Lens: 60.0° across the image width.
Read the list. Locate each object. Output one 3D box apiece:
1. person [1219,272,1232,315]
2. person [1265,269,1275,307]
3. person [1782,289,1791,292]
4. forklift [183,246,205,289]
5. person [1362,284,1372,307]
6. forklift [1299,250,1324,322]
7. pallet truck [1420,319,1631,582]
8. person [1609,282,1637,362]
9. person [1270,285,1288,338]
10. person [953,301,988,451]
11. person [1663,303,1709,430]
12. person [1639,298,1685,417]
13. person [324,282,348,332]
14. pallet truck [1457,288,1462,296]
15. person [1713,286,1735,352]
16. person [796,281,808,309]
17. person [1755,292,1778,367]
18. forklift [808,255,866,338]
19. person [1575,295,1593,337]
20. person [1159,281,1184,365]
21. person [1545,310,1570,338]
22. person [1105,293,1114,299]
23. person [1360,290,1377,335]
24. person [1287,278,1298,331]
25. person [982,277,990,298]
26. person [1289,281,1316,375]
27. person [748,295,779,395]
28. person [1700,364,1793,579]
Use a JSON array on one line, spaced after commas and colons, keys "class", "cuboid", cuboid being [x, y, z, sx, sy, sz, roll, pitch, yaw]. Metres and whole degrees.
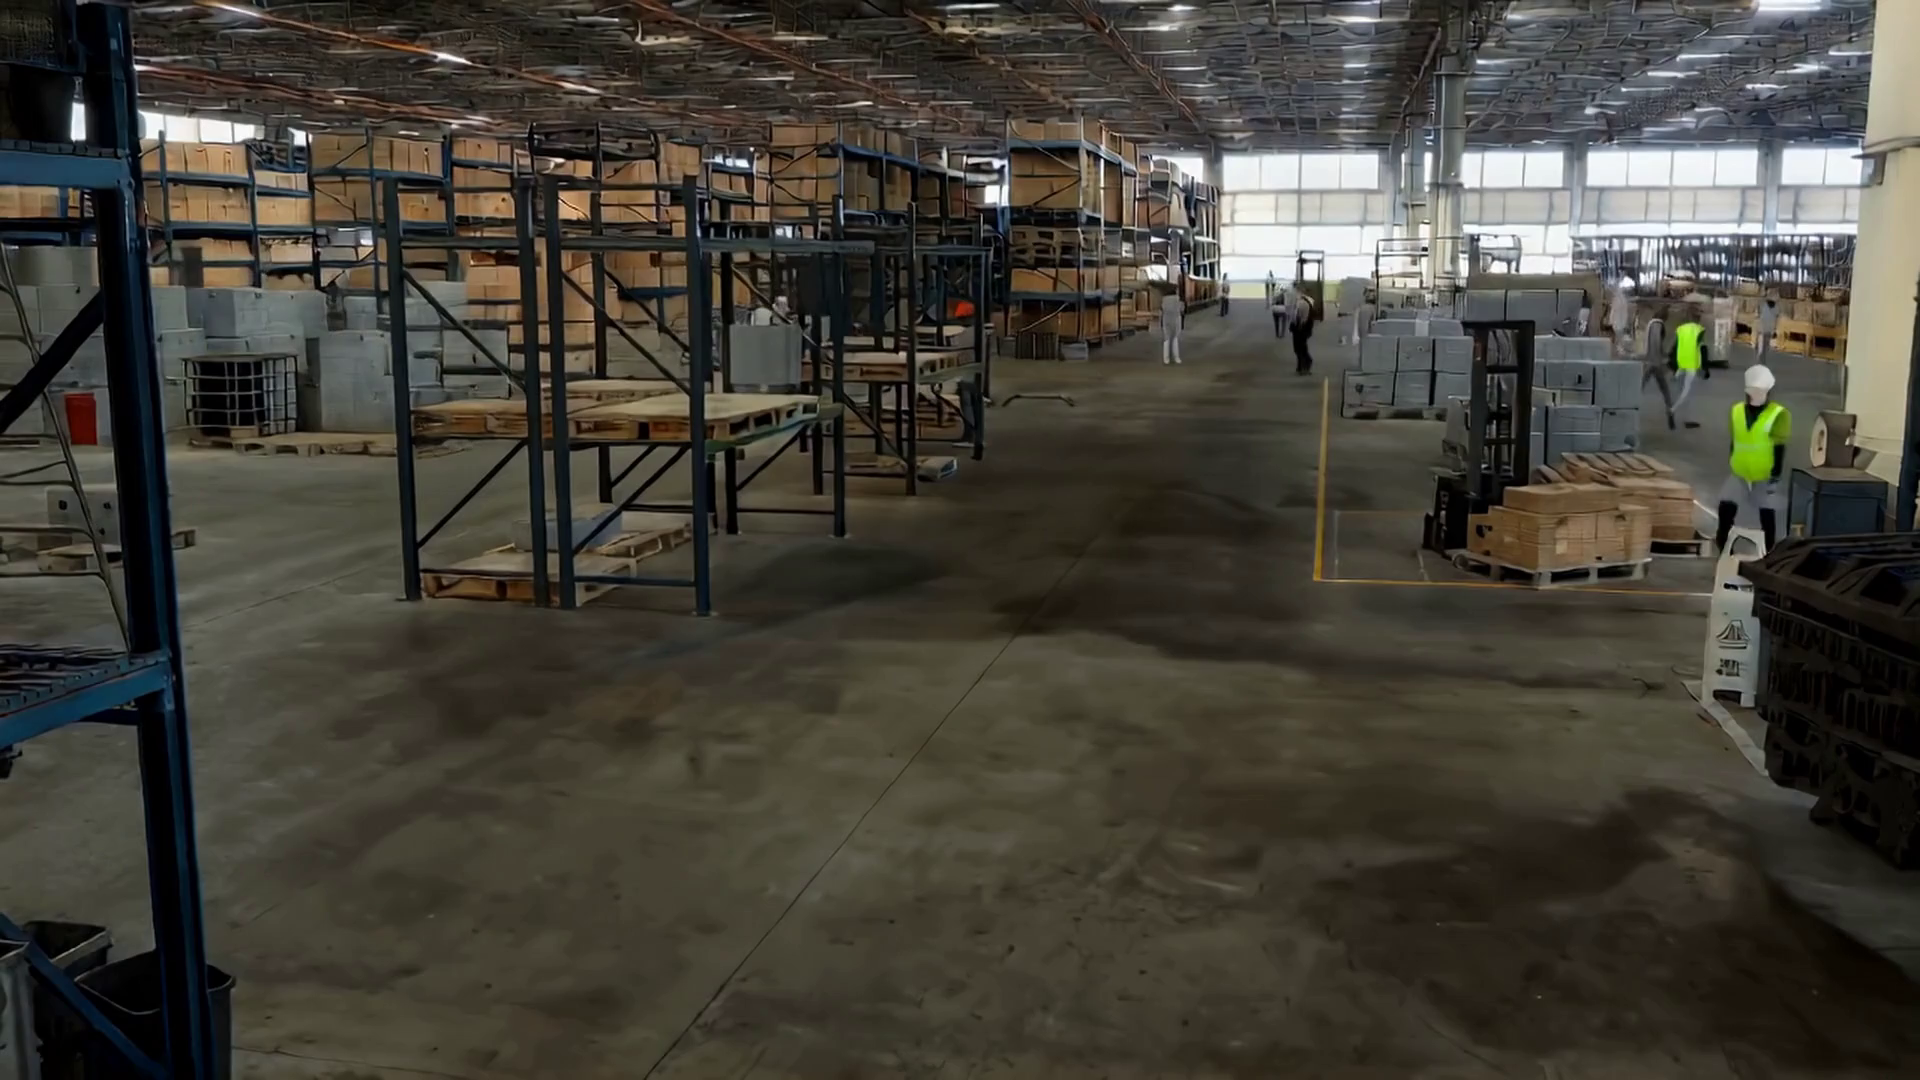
[{"class": "person", "cuboid": [11.811, -10.955, 74.013, 0.556, 1.896, 0.970, 2, 10, 12]}, {"class": "person", "cuboid": [16.247, -13.190, 87.066, 0.602, 1.950, 0.380, -5, 11, -26]}, {"class": "person", "cuboid": [44.008, -13.361, 88.421, 0.381, 1.836, 0.562, -5, 11, -26]}, {"class": "forklift", "cuboid": [-20.982, -6.671, 45.710, 1.873, 2.768, 1.129, -7, 12, -36]}, {"class": "person", "cuboid": [14.244, -8.105, 58.004, 0.830, 1.595, 0.513, 2, 10, 14]}, {"class": "forklift", "cuboid": [13.778, -10.002, 65.433, 1.129, 2.768, 1.873, 2, 10, 12]}, {"class": "pallet truck", "cuboid": [4.543, -0.757, 13.299, 0.823, 1.965, 1.885, -4, 10, -22]}, {"class": "person", "cuboid": [14.734, -4.757, 37.088, 0.616, 1.965, 0.621, 4, 10, 20]}, {"class": "person", "cuboid": [10.113, -7.258, 52.746, 0.551, 1.670, 0.708, 1, 10, 5]}, {"class": "person", "cuboid": [0.133, -2.122, 21.577, 0.355, 1.930, 0.593, 6, 12, 33]}, {"class": "person", "cuboid": [10.588, -2.531, 24.265, 0.877, 1.845, 0.501, -5, 11, -28]}, {"class": "person", "cuboid": [10.938, -2.855, 26.131, 1.022, 1.864, 0.596, 5, 11, 26]}, {"class": "person", "cuboid": [-15.404, -5.398, 41.058, 0.592, 1.910, 0.387, -7, 12, -38]}, {"class": "pallet truck", "cuboid": [20.506, -9.785, 68.819, 0.653, 1.274, 1.630, 2, 10, 12]}, {"class": "person", "cuboid": [20.402, -5.897, 44.437, 0.553, 1.751, 0.367, 3, 10, 19]}, {"class": "person", "cuboid": [-6.207, -9.490, 65.325, 0.424, 1.894, 0.643, 2, 10, 14]}, {"class": "person", "cuboid": [17.366, -4.438, 35.777, 0.526, 1.769, 0.329, -6, 11, -32]}, {"class": "forklift", "cuboid": [-2.649, -4.723, 34.175, 1.129, 2.768, 1.873, 2, 10, 12]}, {"class": "person", "cuboid": [14.375, -4.785, 38.175, 0.890, 1.642, 0.549, 5, 11, 28]}, {"class": "person", "cuboid": [4.980, -5.095, 39.081, 0.613, 1.962, 0.362, 4, 11, 25]}, {"class": "person", "cuboid": [8.060, -2.188, 22.372, 0.962, 1.795, 0.535, 9, 13, 44]}, {"class": "person", "cuboid": [7.262, -12.189, 81.478, 0.621, 1.837, 0.429, -2, 10, -11]}, {"class": "person", "cuboid": [8.462, -4.248, 34.408, 0.415, 1.852, 0.566, -1, 10, -6]}, {"class": "person", "cuboid": [11.485, -8.060, 57.083, 0.620, 1.811, 0.476, 1, 10, 5]}, {"class": "person", "cuboid": [1.299, -12.588, 83.559, 0.563, 1.927, 0.424, 1, 10, 6]}, {"class": "person", "cuboid": [7.288, -4.538, 35.562, 0.539, 2.000, 0.698, 7, 12, 37]}, {"class": "person", "cuboid": [-3.585, -3.576, 30.518, 0.581, 1.834, 1.003, 1, 10, 8]}, {"class": "person", "cuboid": [6.041, -0.500, 12.743, 0.715, 1.670, 0.541, -6, 12, -34]}]
